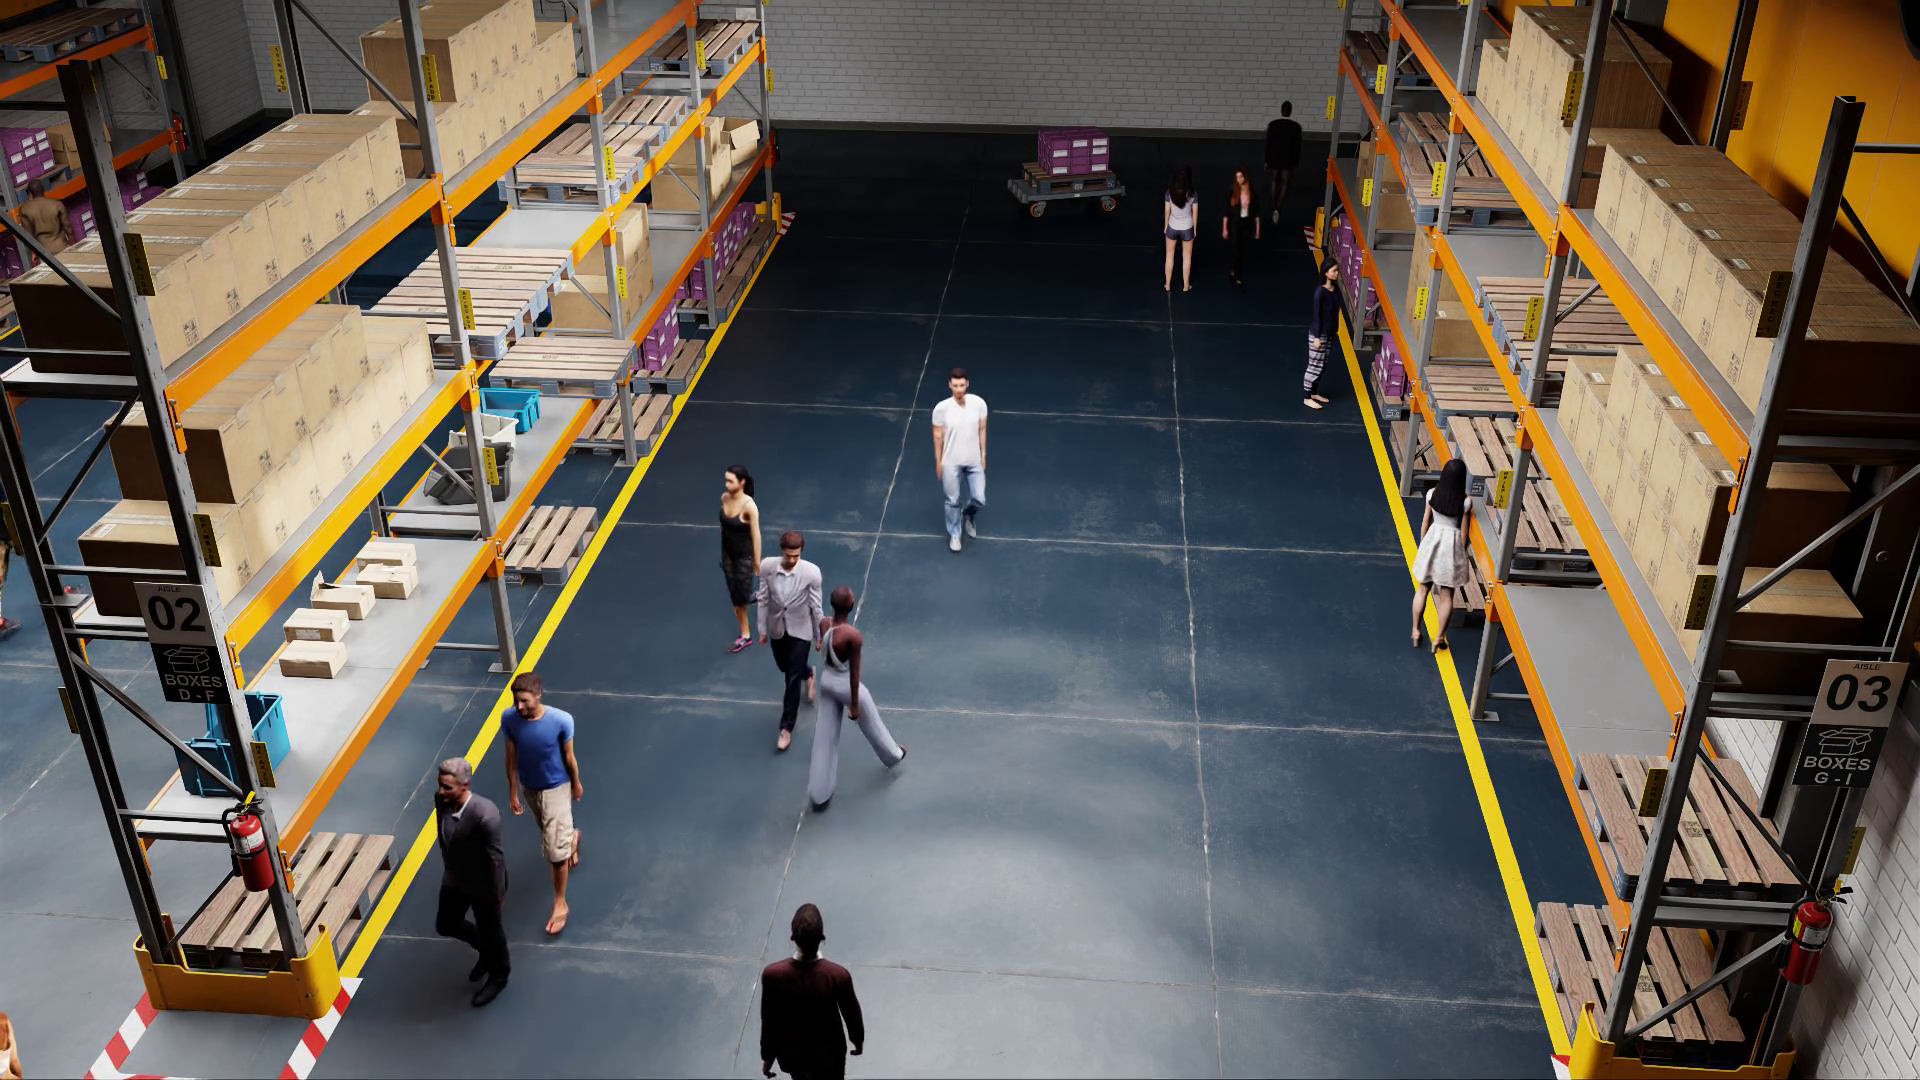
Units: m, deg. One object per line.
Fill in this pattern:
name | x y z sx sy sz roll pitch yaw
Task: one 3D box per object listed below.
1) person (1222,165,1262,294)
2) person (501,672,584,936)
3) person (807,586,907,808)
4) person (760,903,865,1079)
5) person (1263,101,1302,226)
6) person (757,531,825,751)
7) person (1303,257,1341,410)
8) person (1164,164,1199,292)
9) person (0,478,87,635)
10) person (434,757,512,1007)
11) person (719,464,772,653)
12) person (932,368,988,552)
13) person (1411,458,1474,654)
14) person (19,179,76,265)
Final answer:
person | 3.716 -4.192 22.166 0.765 1.674 1.026 -4 29 -8
person | -2.806 1.617 11.351 0.684 1.833 1.223 3 29 6
person | -0.941 1.198 12.225 1.027 1.731 1.195 23 36 36
person | -0.814 2.857 9.092 0.694 1.818 1.197 2 29 4
person | 4.730 -5.526 24.508 0.849 1.773 1.170 9 30 17
person | -1.302 0.675 13.115 0.860 1.796 1.208 10 30 17
person | 4.070 -2.349 18.724 0.742 1.735 0.626 19 34 31
person | 2.916 -4.137 22.032 0.621 1.706 0.568 6 29 12
person | -8.313 -0.016 14.371 0.912 1.808 1.236 12 31 21
person | -3.017 2.088 10.490 0.848 1.830 0.835 17 33 29
person | -1.814 0.123 14.214 0.828 1.714 0.928 23 36 35
person | 0.005 -0.795 15.759 0.757 1.845 0.791 -4 29 -8
person | 4.104 0.129 14.146 0.774 1.769 0.796 18 33 30
person | -11.491 -3.682 21.072 0.802 1.825 0.801 -15 32 -26
